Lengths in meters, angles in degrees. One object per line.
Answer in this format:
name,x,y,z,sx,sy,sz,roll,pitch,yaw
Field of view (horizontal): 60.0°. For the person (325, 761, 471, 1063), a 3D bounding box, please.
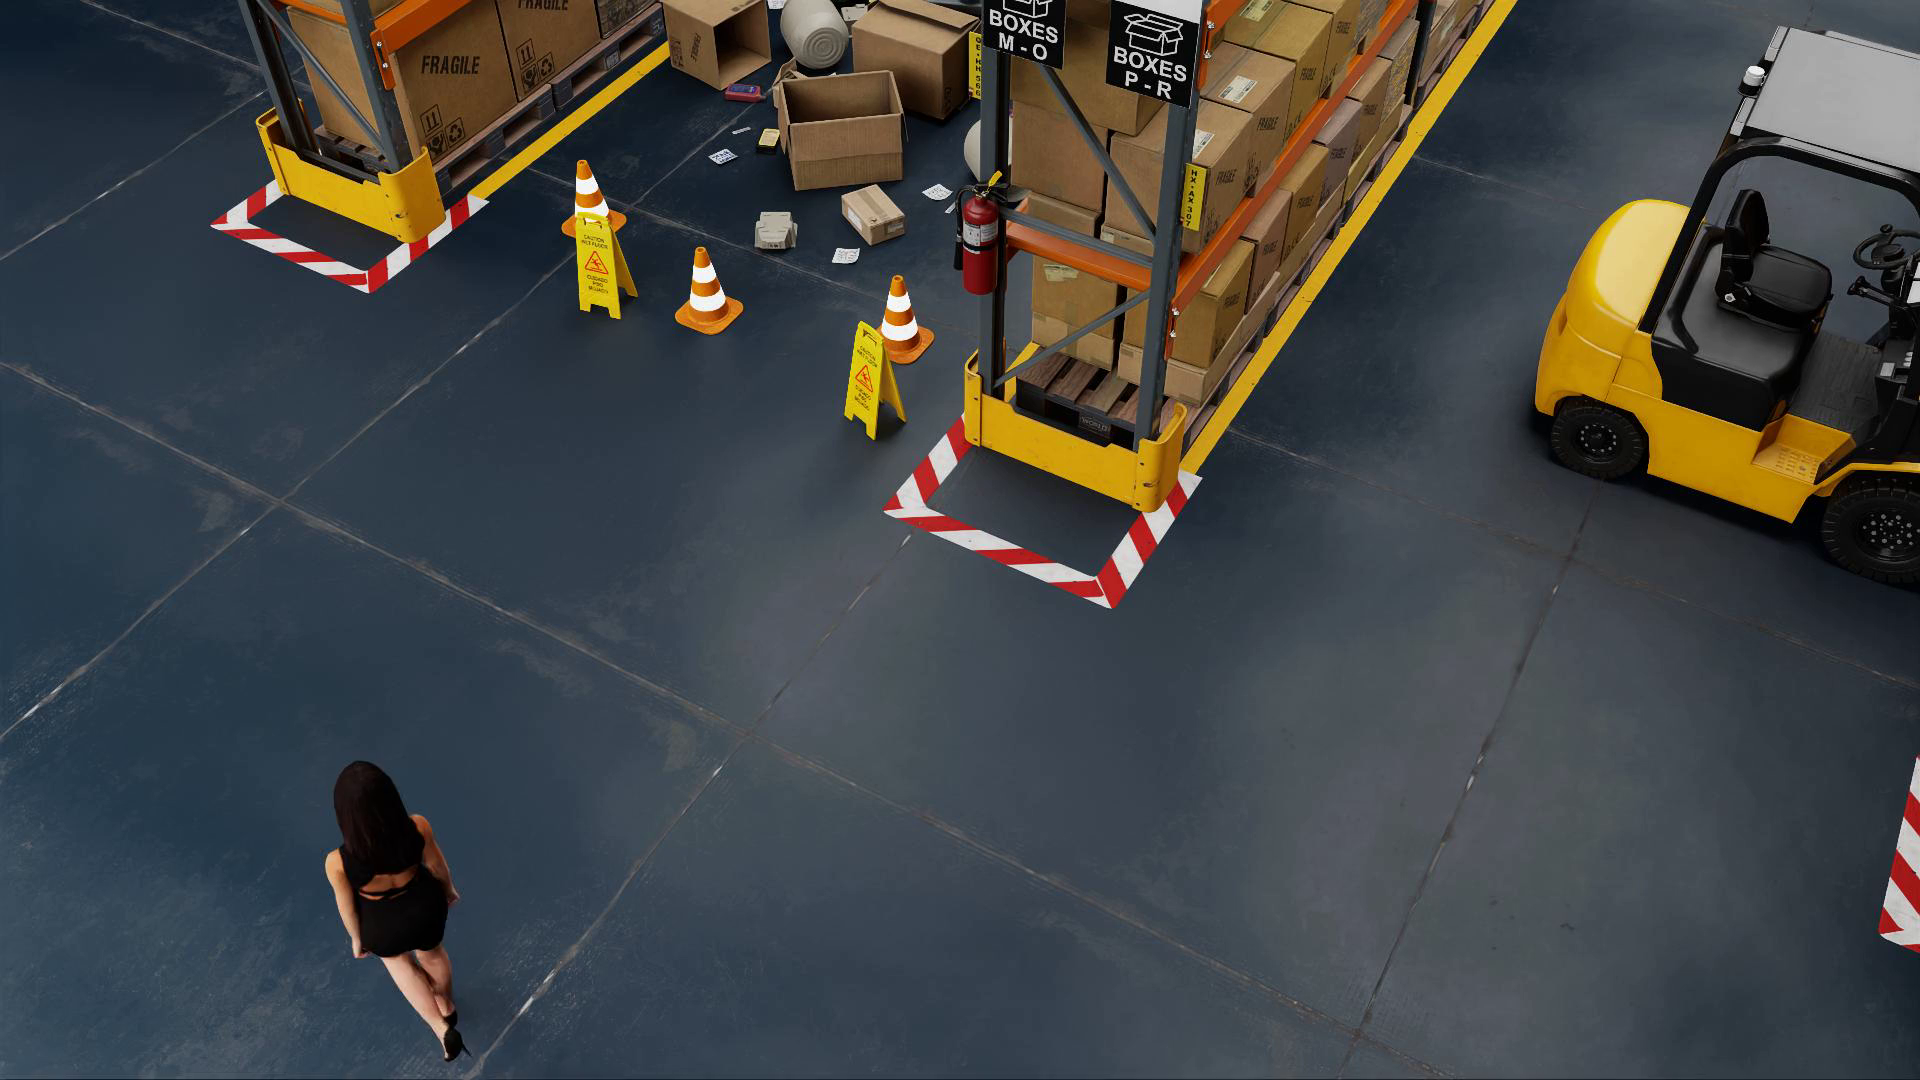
person,-2.003,1.451,6.120,0.732,1.629,0.777,-29,54,-24
